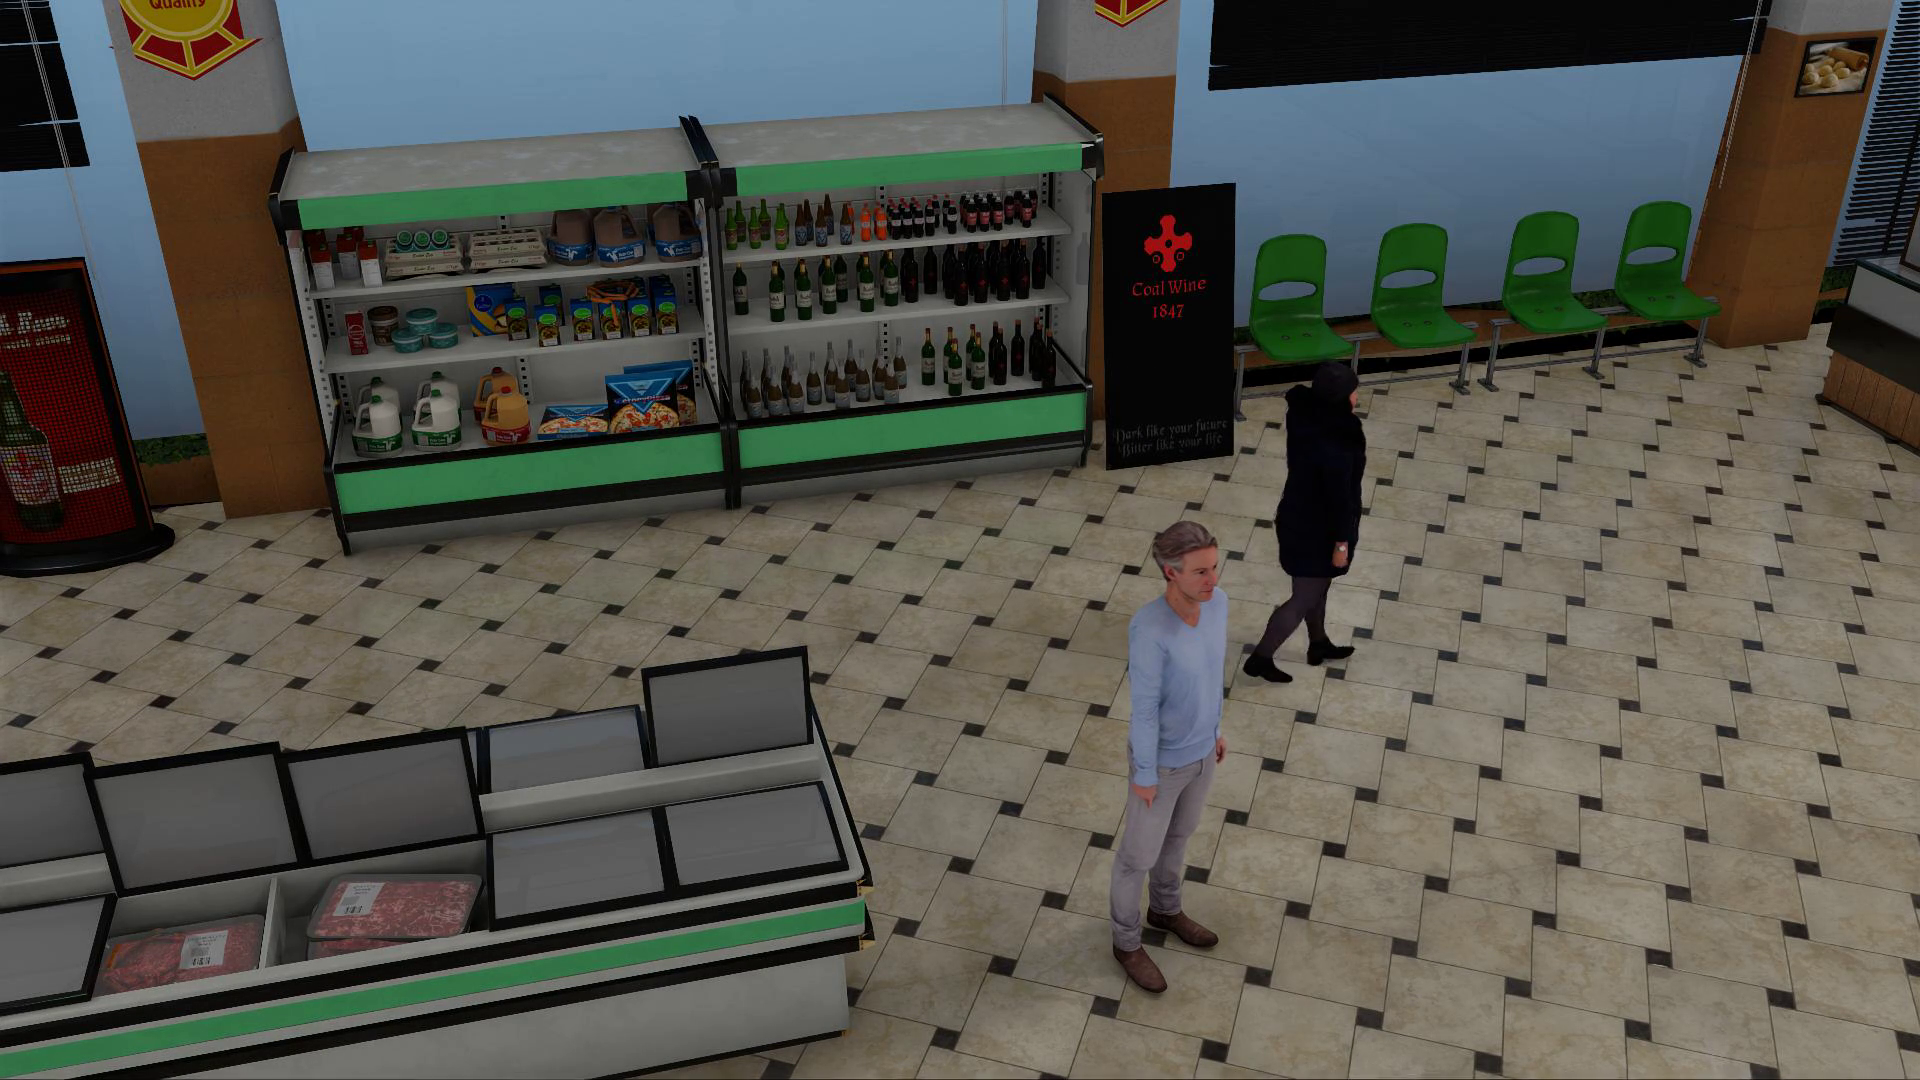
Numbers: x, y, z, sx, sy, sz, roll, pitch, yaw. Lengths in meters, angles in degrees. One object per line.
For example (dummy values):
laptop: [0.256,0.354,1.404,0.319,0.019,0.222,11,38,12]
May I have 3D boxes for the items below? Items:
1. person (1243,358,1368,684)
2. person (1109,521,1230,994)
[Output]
person: [1.644,-0.065,7.910,0.876,1.665,0.701,-4,29,-8]
person: [0.777,0.774,6.135,0.806,1.894,0.696,25,37,38]
